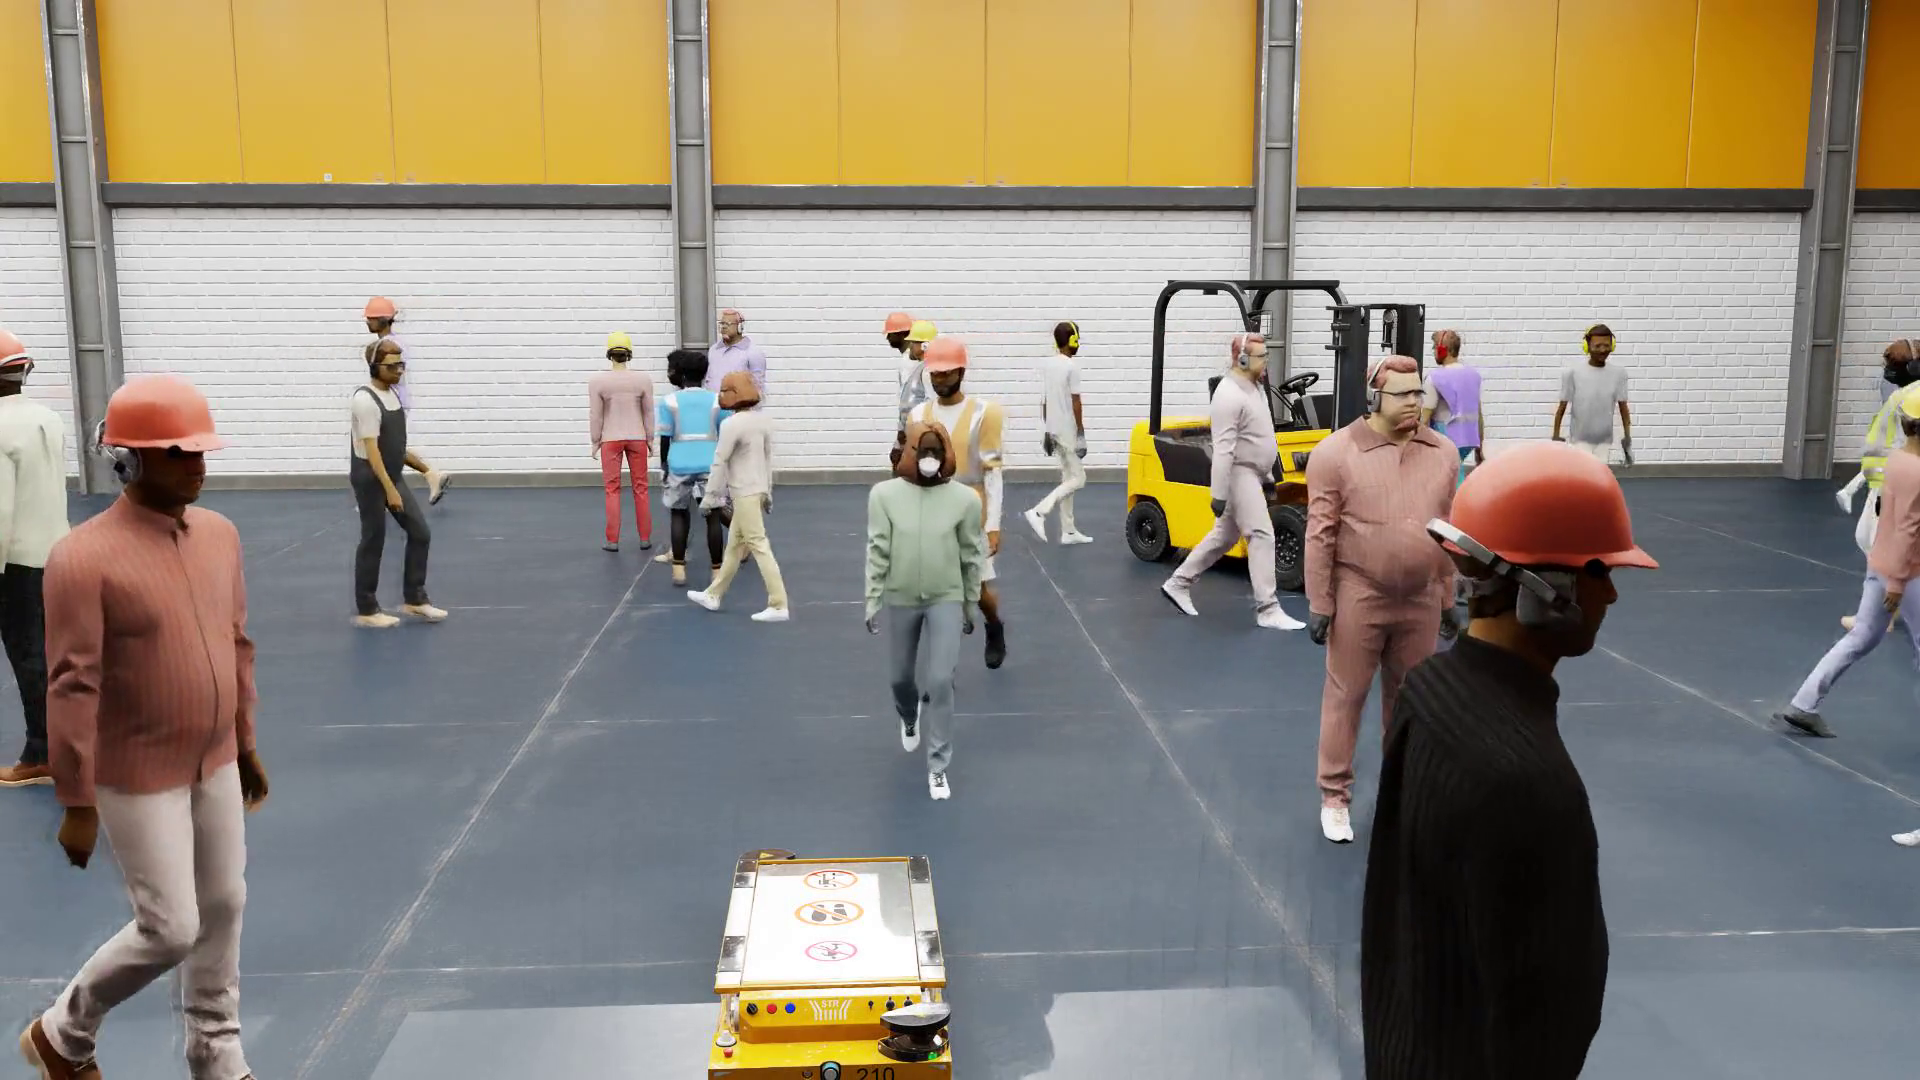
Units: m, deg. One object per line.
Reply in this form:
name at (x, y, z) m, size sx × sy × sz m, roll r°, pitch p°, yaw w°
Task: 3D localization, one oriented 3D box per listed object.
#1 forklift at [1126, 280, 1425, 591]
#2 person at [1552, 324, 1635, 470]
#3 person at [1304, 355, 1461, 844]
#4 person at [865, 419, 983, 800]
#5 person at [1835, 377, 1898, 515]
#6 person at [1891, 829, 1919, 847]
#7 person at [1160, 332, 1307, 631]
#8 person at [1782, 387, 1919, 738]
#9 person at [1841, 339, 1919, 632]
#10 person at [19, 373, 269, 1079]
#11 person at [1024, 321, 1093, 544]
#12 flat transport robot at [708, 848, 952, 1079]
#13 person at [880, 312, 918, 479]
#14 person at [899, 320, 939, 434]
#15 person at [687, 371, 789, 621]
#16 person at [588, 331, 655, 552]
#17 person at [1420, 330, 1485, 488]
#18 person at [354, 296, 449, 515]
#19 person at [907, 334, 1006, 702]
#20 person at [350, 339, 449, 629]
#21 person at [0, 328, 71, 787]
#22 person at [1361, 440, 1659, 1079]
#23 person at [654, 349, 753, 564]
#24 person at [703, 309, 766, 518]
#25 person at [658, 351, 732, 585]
forklift at (2.301, -0.860, 12.475) m, size 1.214 × 2.155 × 2.313 m, roll -6°, pitch 11°, yaw -35°
person at (4.862, -0.734, 12.785) m, size 0.572 × 1.848 × 0.418 m, roll 0°, pitch 9°, yaw 0°
person at (1.670, 0.234, 6.515) m, size 0.654 × 1.905 × 0.408 m, roll -2°, pitch 9°, yaw -12°
person at (-0.152, 0.263, 7.243) m, size 0.505 × 1.610 × 0.671 m, roll 0°, pitch 9°, yaw 2°
person at (8.435, -0.984, 15.096) m, size 0.743 × 1.605 × 0.501 m, roll -1°, pitch 9°, yaw -3°
person at (4.070, 0.431, 6.218) m, size 0.827 × 1.605 × 0.515 m, roll 2°, pitch 9°, yaw 10°
person at (1.724, -0.385, 10.532) m, size 0.943 × 1.870 × 0.646 m, roll 3°, pitch 10°, yaw 20°
person at (4.359, 0.131, 7.731) m, size 0.891 × 1.724 × 0.526 m, roll 3°, pitch 10°, yaw 18°
person at (5.796, -0.328, 10.300) m, size 0.446 × 1.822 × 0.656 m, roll 5°, pitch 10°, yaw 28°
person at (-2.057, 0.560, 4.236) m, size 0.567 × 1.976 × 0.634 m, roll 2°, pitch 9°, yaw 14°
person at (0.806, -0.860, 13.577) m, size 0.587 × 1.845 × 0.550 m, roll -4°, pitch 10°, yaw -25°
flat transport robot at (-0.394, 1.269, 5.127) m, size 0.652 × 0.197 × 1.431 m, roll -1°, pitch 9°, yaw -4°
person at (-0.472, -1.071, 14.765) m, size 0.891 × 1.881 × 0.561 m, roll 0°, pitch 9°, yaw 1°
person at (-0.315, -0.938, 14.093) m, size 0.404 × 1.836 × 0.590 m, roll -1°, pitch 9°, yaw -7°
person at (-1.454, -0.278, 10.683) m, size 0.827 × 1.589 × 0.520 m, roll 3°, pitch 10°, yaw 18°
person at (-2.706, -0.784, 13.344) m, size 0.522 × 1.768 × 0.311 m, roll -3°, pitch 10°, yaw -20°
person at (3.705, -0.715, 12.830) m, size 0.589 × 1.783 × 0.968 m, roll -7°, pitch 11°, yaw -37°
person at (-5.214, -1.236, 15.366) m, size 0.763 × 2.028 × 0.619 m, roll -2°, pitch 9°, yaw -12°
person at (-0.002, -0.136, 8.824) m, size 0.563 × 1.919 × 0.771 m, roll 3°, pitch 10°, yaw 20°
person at (-3.517, -0.333, 10.340) m, size 0.683 × 1.816 × 0.529 m, roll 2°, pitch 9°, yaw 10°
person at (-4.096, 0.073, 7.247) m, size 0.393 × 1.990 × 0.617 m, roll 0°, pitch 9°, yaw -1°
person at (0.758, 0.829, 2.574) m, size 0.545 × 1.979 × 0.615 m, roll 1°, pitch 9°, yaw 4°
person at (-1.924, -0.614, 12.627) m, size 0.808 × 1.666 × 0.535 m, roll 0°, pitch 9°, yaw 3°
person at (-2.068, -1.134, 15.081) m, size 0.643 × 1.913 × 0.411 m, roll 5°, pitch 10°, yaw 29°
person at (-1.873, -0.505, 11.873) m, size 0.552 × 1.678 × 0.387 m, roll -2°, pitch 9°, yaw -10°
